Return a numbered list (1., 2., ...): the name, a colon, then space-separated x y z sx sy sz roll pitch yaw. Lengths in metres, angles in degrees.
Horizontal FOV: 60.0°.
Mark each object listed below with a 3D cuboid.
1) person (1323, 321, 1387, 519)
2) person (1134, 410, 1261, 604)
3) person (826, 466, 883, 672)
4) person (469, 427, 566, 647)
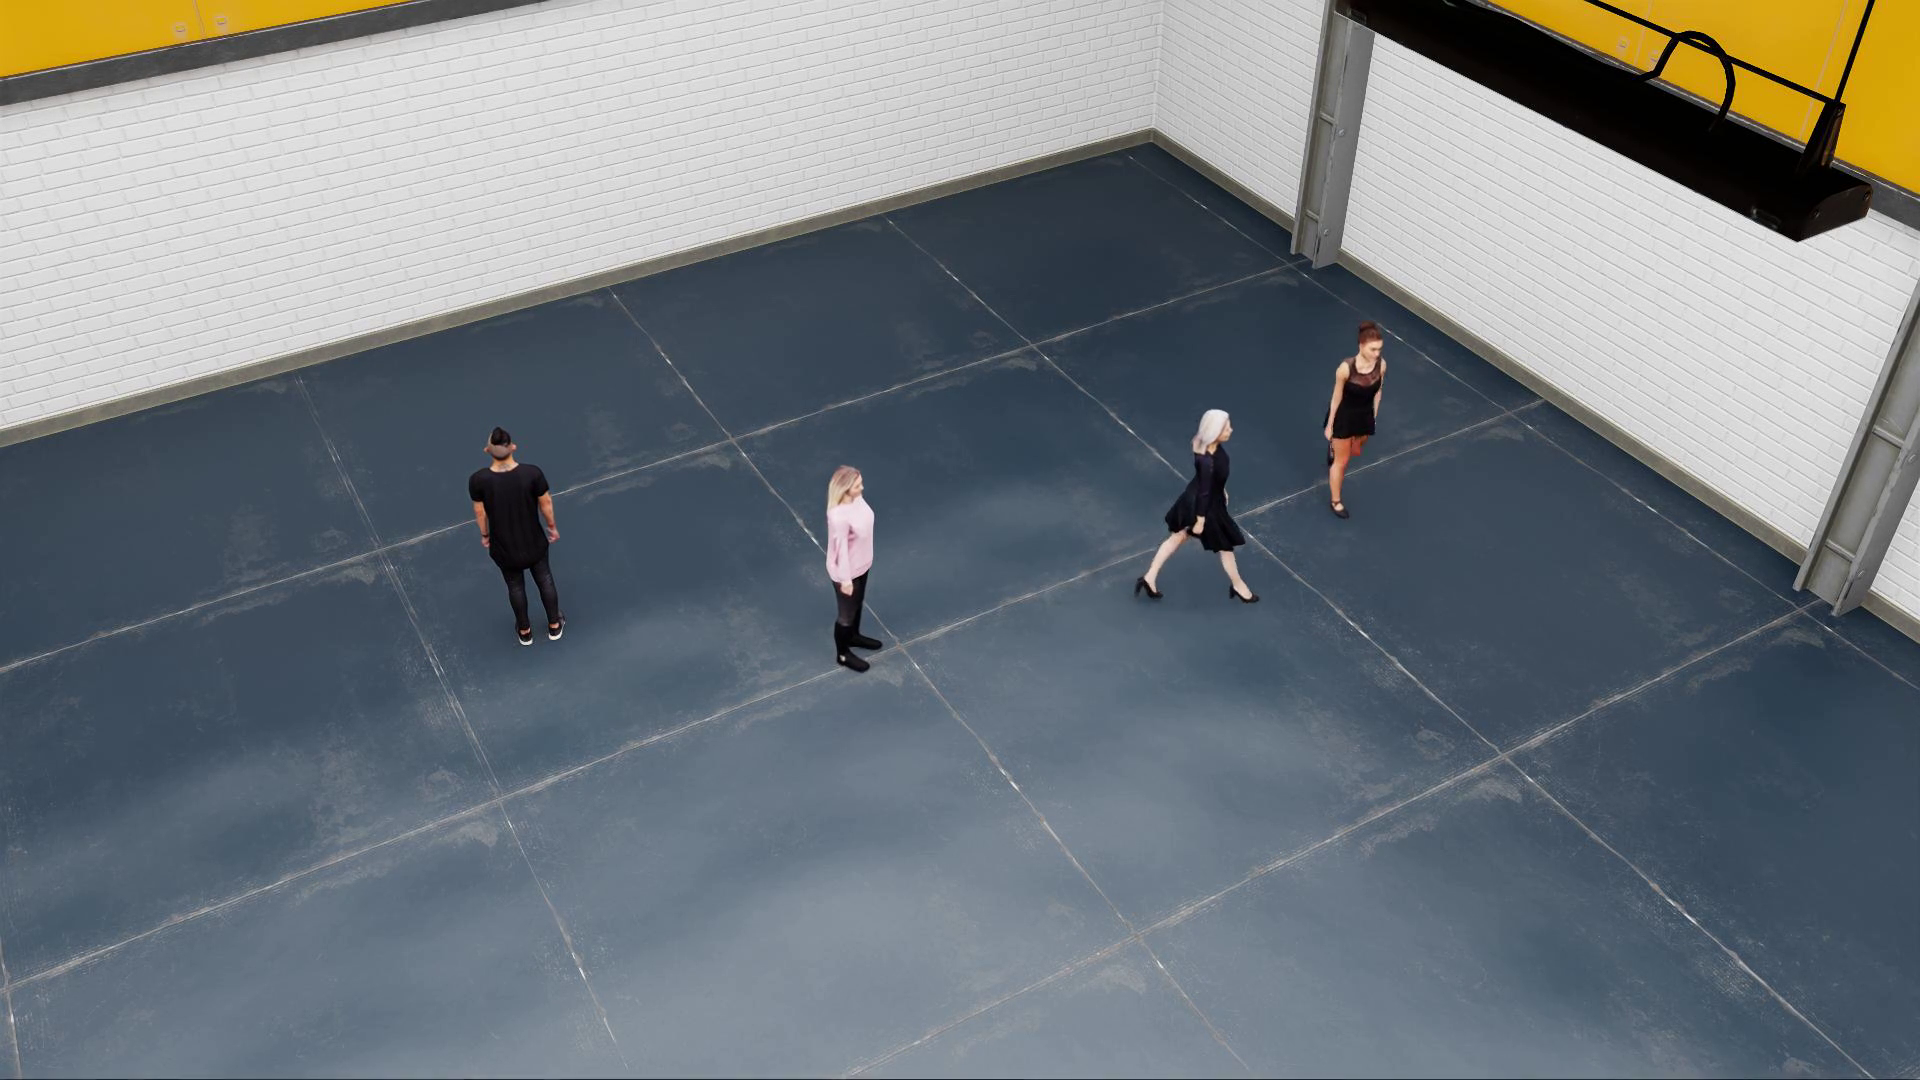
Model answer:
1. person: 3.023 -1.010 12.973 0.752 1.659 0.985 -7 39 -9
2. person: 1.660 -0.204 11.938 1.061 1.691 1.159 2 39 2
3. person: -0.776 0.171 11.472 0.744 1.686 0.685 10 40 12
4. person: -3.083 -0.050 11.606 0.742 1.865 0.675 -10 40 -12
